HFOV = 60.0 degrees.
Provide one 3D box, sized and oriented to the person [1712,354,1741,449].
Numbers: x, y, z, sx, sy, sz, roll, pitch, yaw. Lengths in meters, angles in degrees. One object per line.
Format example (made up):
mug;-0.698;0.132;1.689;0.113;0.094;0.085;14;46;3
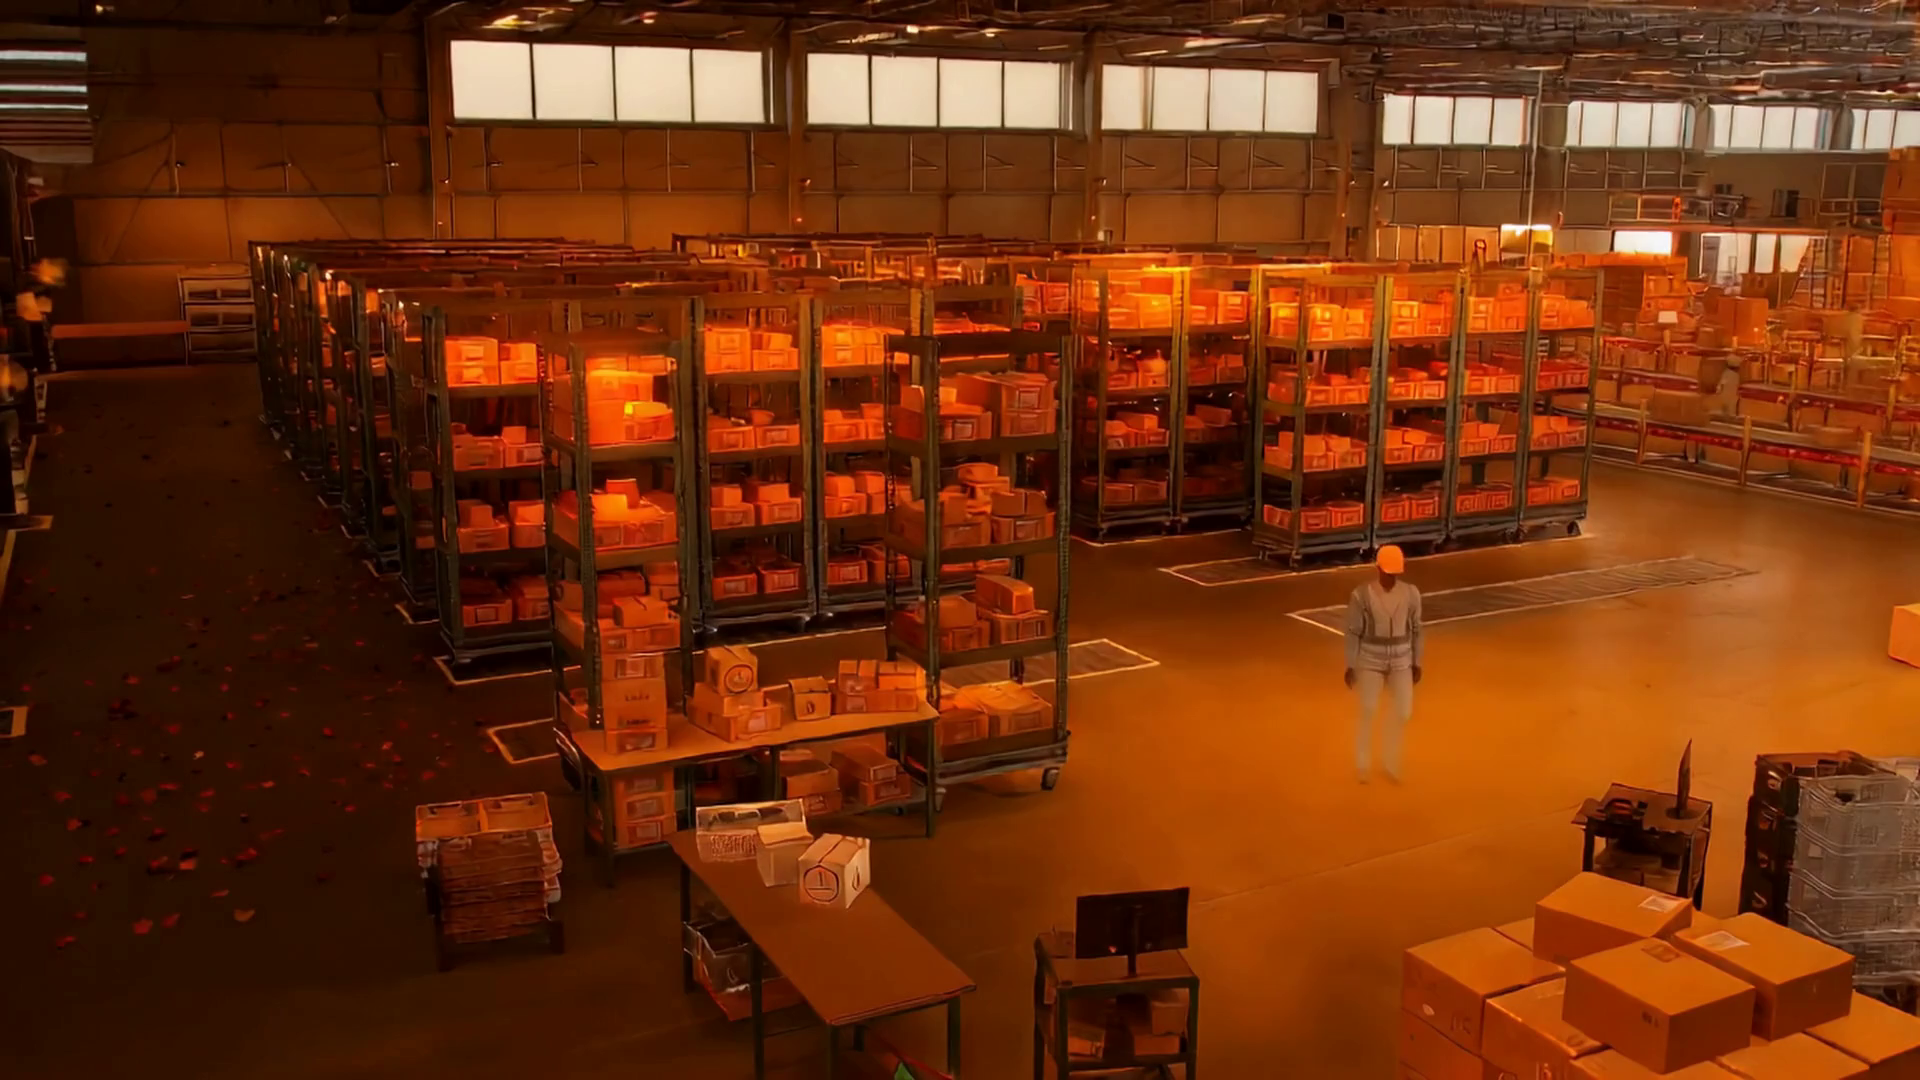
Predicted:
person;13.644;-2.456;29.663;0.533;1.747;0.478;-11;16;-42

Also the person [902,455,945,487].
person;-0.483;-0.786;21.671;0.627;1.819;0.452;-5;13;-24

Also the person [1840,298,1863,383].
person;21.390;-4.793;39.951;0.628;2.018;0.544;-11;16;-42

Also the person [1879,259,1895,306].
person;36.175;-10.023;64.846;0.504;1.840;0.345;-8;15;-34

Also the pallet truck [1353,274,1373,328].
pallet truck;13.011;-8.050;55.243;0.823;1.965;1.885;-7;14;-28

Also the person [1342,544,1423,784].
person;3.340;0.982;13.134;0.654;1.928;0.506;0;12;-2
